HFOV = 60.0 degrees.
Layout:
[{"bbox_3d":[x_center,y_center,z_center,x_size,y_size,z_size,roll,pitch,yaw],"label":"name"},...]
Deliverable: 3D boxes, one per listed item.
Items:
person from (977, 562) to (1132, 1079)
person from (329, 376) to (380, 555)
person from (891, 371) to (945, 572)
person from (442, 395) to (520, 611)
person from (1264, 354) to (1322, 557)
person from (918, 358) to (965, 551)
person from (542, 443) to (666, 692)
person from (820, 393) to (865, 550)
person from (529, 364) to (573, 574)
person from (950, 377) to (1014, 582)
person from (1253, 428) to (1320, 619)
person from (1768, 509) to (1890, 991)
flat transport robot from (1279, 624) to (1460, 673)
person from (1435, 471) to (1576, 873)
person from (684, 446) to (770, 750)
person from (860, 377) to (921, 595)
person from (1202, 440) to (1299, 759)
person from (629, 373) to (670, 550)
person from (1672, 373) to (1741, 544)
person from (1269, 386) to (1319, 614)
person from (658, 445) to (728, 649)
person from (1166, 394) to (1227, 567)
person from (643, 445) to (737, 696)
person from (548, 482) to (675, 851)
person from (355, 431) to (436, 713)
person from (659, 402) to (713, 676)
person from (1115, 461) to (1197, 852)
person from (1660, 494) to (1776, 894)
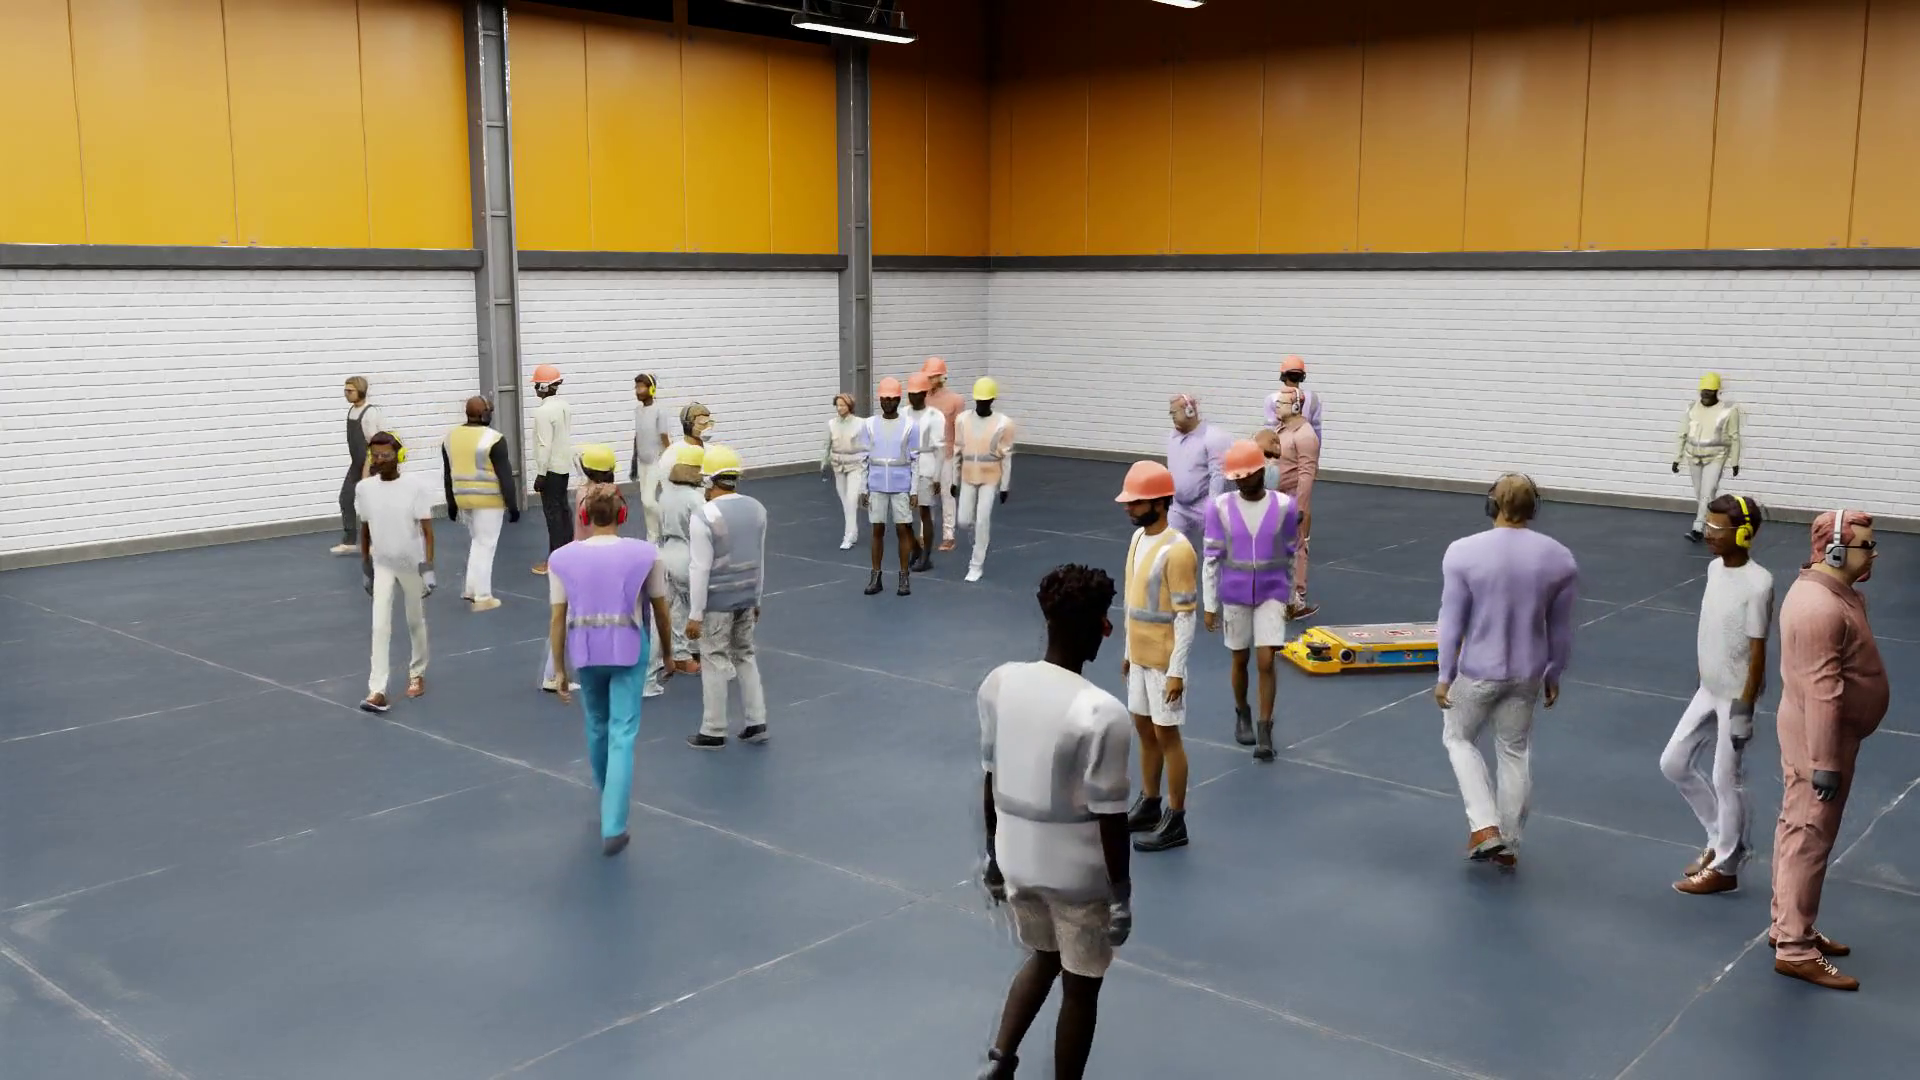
[{"bbox_3d":[0.307,1.026,5.306,0.459,1.942,0.632,-8,12,-43],"label":"person"},{"bbox_3d":[-6.093,-0.730,16.709,0.550,1.821,0.731,8,12,42],"label":"person"},{"bbox_3d":[-0.415,-0.647,15.890,0.575,1.921,0.410,6,11,31],"label":"person"},{"bbox_3d":[-4.027,-0.310,14.078,0.643,1.825,0.486,5,10,26],"label":"person"},{"bbox_3d":[3.318,-0.840,16.726,0.615,2.040,0.391,-2,9,-11],"label":"person"},{"bbox_3d":[-0.223,-0.880,17.168,0.665,1.989,0.438,4,10,25],"label":"person"},{"bbox_3d":[-2.426,0.193,11.269,0.927,1.703,0.540,-3,9,-17],"label":"person"},{"bbox_3d":[-1.206,-0.704,17.218,0.544,1.608,0.731,4,10,25],"label":"person"},{"bbox_3d":[-3.891,-0.676,15.846,0.376,1.995,0.612,1,9,7],"label":"person"},{"bbox_3d":[0.205,-0.569,15.452,0.624,1.901,0.533,4,10,22],"label":"person"},{"bbox_3d":[2.549,-0.109,13.543,0.832,1.594,0.526,-4,10,-25],"label":"person"},{"bbox_3d":[3.503,0.822,6.720,0.410,1.909,0.643,4,10,24],"label":"person"},{"bbox_3d":[3.128,0.774,12.137,1.431,0.197,0.652,-1,9,-9],"label":"flat transport robot"},{"bbox_3d":[2.561,0.627,7.891,0.649,1.920,0.440,0,9,-3],"label":"person"},{"bbox_3d":[-1.394,0.362,9.923,0.472,1.830,0.632,6,11,35],"label":"person"},{"bbox_3d":[-0.622,-0.473,14.740,0.545,1.942,0.353,1,9,8],"label":"person"},{"bbox_3d":[1.711,0.338,9.801,0.560,1.882,0.831,1,9,9],"label":"person"},{"bbox_3d":[-3.125,-0.763,16.831,0.439,1.855,0.529,-8,12,-42],"label":"person"},{"bbox_3d":[7.836,-0.857,17.589,0.884,1.794,0.623,-7,12,-39],"label":"person"},{"bbox_3d":[2.723,-0.327,13.920,0.411,1.913,0.643,-2,9,-15],"label":"person"},{"bbox_3d":[-2.081,0.085,12.348,0.869,1.585,0.503,-4,10,-23],"label":"person"},{"bbox_3d":[2.034,-0.299,13.923,0.828,1.869,0.669,-9,12,-43],"label":"person"},{"bbox_3d":[-1.859,0.197,11.309,0.509,1.674,0.915,7,12,38],"label":"person"},{"bbox_3d":[-1.759,0.600,8.459,0.575,1.795,0.972,0,9,1],"label":"person"},{"bbox_3d":[-3.683,0.202,10.865,0.539,1.819,0.954,0,9,-3],"label":"person"},{"bbox_3d":[-1.891,-0.018,11.887,0.376,1.940,0.627,4,10,23],"label":"person"},{"bbox_3d":[0.937,0.568,8.221,0.378,1.932,0.551,-3,10,-20],"label":"person"},{"bbox_3d":[3.438,0.712,7.548,0.385,1.859,0.548,-1,9,-4],"label":"person"}]
